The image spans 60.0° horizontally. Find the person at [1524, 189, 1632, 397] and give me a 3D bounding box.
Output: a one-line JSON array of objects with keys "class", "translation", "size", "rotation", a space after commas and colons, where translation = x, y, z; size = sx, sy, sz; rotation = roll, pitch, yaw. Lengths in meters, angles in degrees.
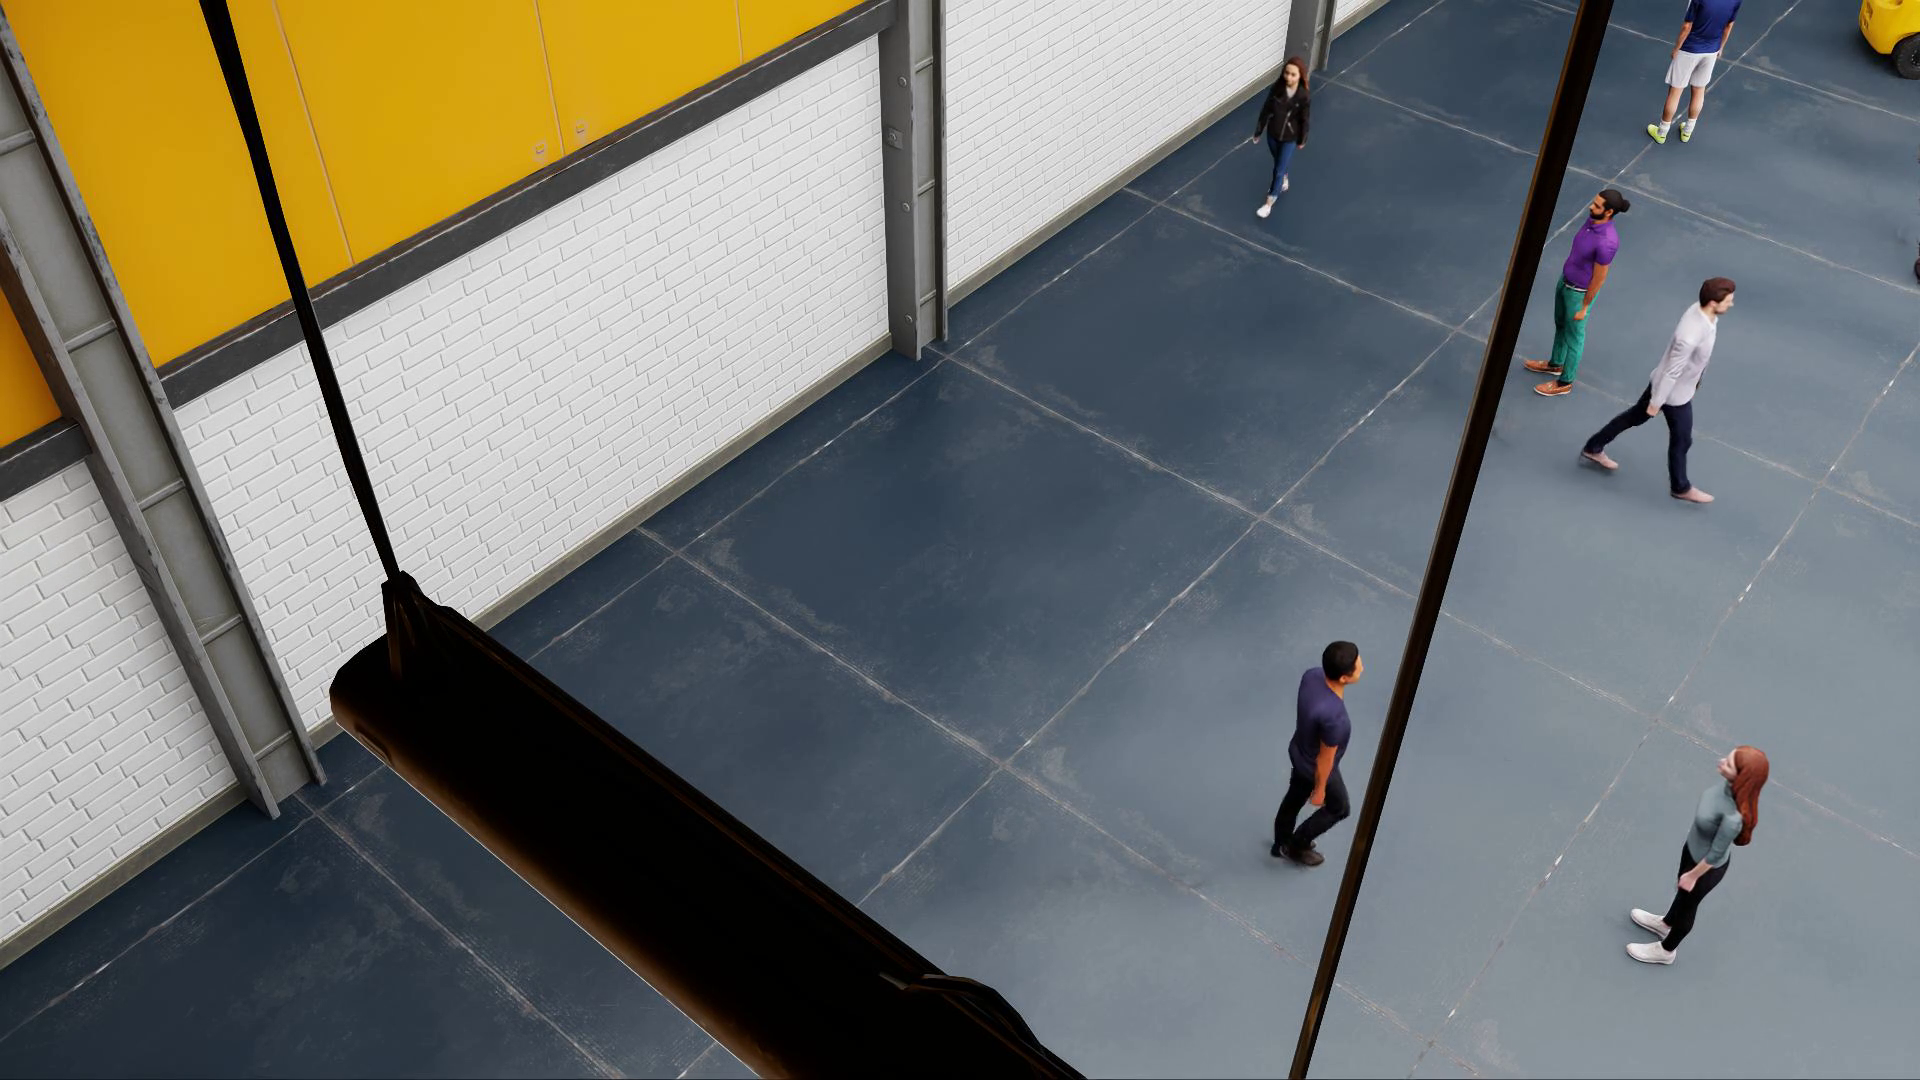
[{"class": "person", "translation": [4.740, -1.908, 12.696], "size": [0.785, 1.768, 0.713], "rotation": [0, 44, -1]}]

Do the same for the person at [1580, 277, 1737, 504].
[{"class": "person", "translation": [4.976, -1.116, 11.844], "size": [0.957, 1.796, 1.220], "rotation": [19, 47, 19]}]

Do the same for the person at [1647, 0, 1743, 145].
[{"class": "person", "translation": [6.852, -4.554, 15.423], "size": [0.717, 1.839, 0.771], "rotation": [-2, 44, -2]}]

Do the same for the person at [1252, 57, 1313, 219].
[{"class": "person", "translation": [2.891, -3.621, 14.736], "size": [0.582, 1.435, 0.949], "rotation": [29, 51, 27]}]

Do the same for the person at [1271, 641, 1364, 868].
[{"class": "person", "translation": [1.923, 1.245, 9.377], "size": [0.823, 1.781, 0.776], "rotation": [-6, 44, -6]}]

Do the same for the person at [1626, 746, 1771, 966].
[{"class": "person", "translation": [3.990, 1.696, 8.931], "size": [0.692, 1.743, 0.564], "rotation": [18, 46, 18]}]
